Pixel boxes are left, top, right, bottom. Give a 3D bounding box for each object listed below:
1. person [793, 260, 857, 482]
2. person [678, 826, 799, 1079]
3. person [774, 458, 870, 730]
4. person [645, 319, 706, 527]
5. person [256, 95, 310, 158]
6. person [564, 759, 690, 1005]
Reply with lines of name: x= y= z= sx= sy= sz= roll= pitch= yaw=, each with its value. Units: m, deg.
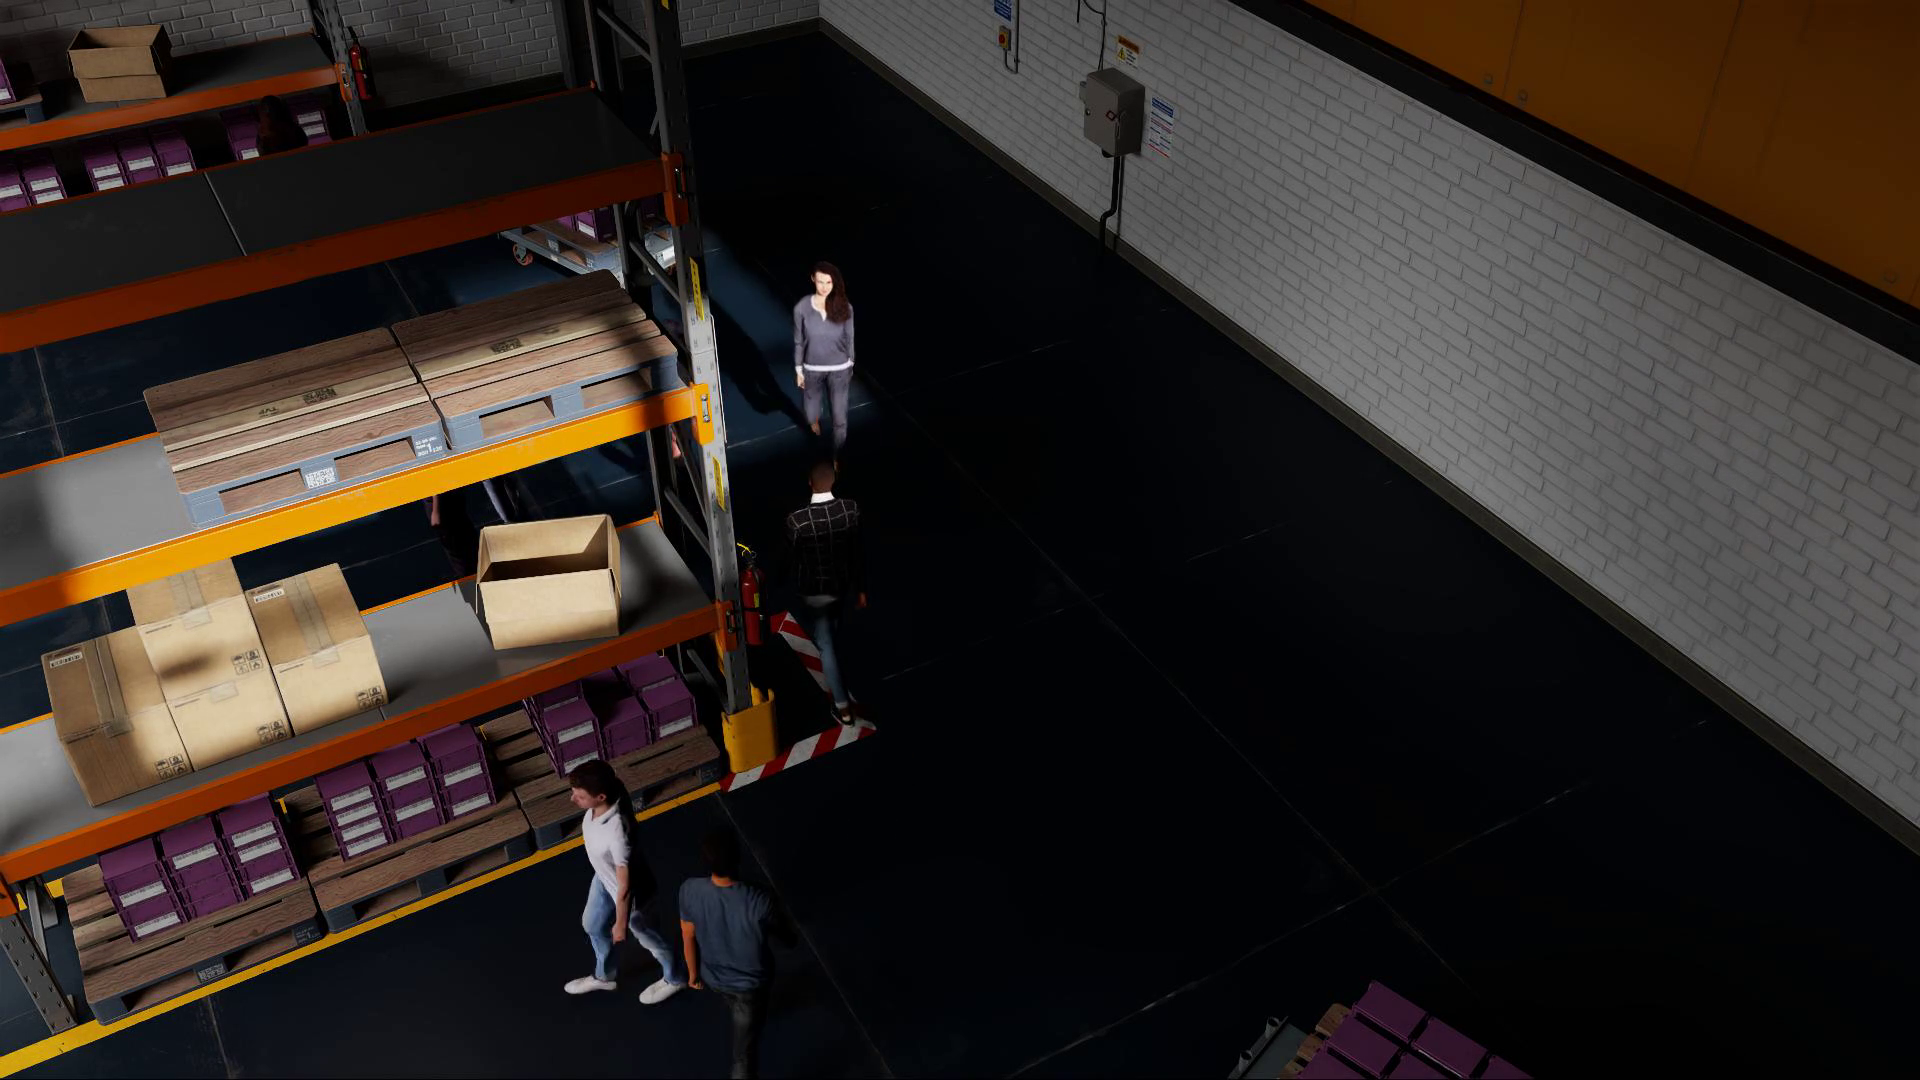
person: x=-1.019 y=-1.321 z=12.431 sx=0.945 sy=1.755 sz=0.897 roll=-4 pitch=39 yaw=-5
person: x=-1.107 y=2.167 z=8.053 sx=1.139 sy=1.768 sz=1.207 roll=10 pitch=40 yaw=13
person: x=-0.804 y=0.364 z=10.305 sx=1.137 sy=1.775 sz=0.767 roll=-17 pitch=42 yaw=-20
person: x=-1.935 y=-0.793 z=11.799 sx=0.814 sy=1.718 sz=0.766 roll=3 pitch=39 yaw=4
person: x=-5.962 y=-3.197 z=14.873 sx=0.590 sy=1.639 sz=0.715 roll=-30 pitch=47 yaw=-32
person: x=-1.615 y=1.745 z=8.531 sx=0.897 sy=1.831 sz=0.726 roll=-16 pitch=41 yaw=-19
